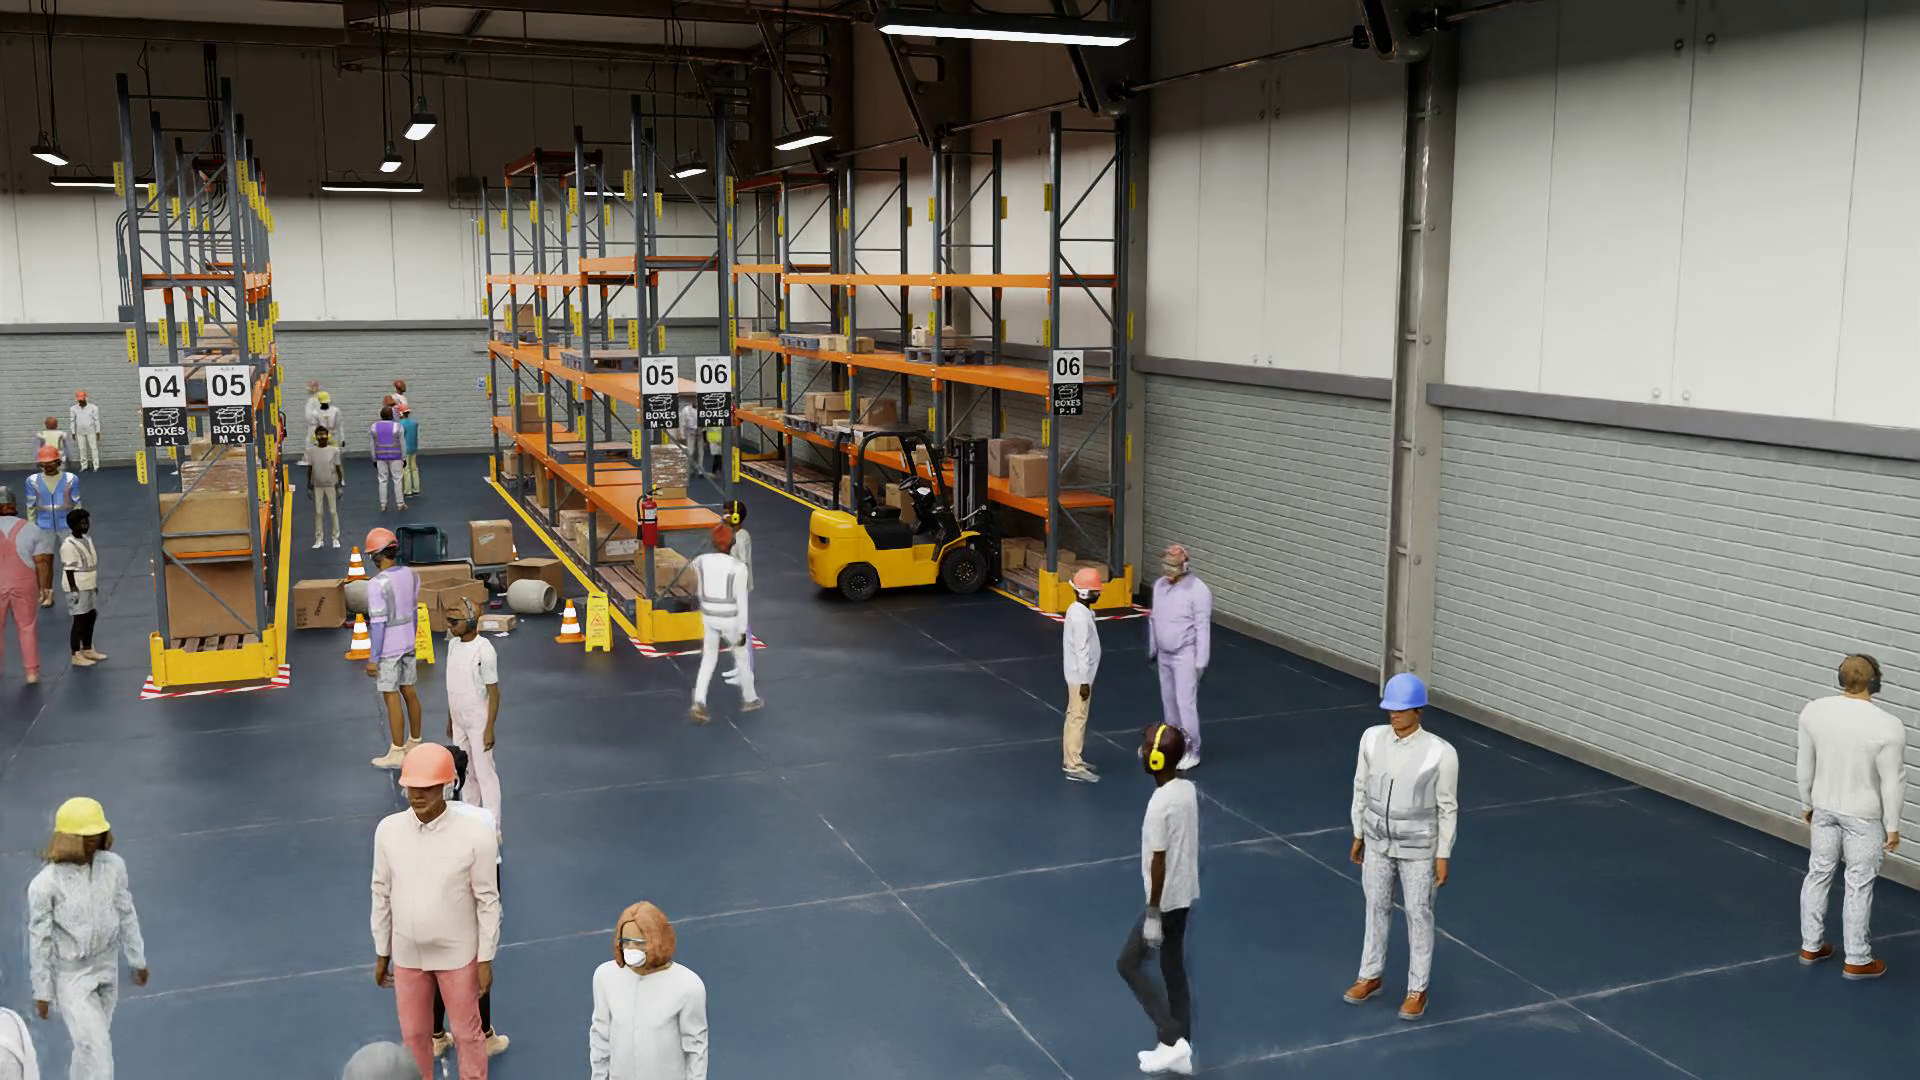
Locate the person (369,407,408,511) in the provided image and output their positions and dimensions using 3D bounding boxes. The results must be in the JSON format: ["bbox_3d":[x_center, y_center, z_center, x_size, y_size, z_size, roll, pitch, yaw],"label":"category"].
[{"bbox_3d":[-10.031,-1.425,29.241,0.627,1.844,0.429,-1,9,-5],"label":"person"}]

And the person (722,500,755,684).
[{"bbox_3d":[-2.260,0.524,16.882,0.326,1.874,0.519,-2,9,-11],"label":"person"}]

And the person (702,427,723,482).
[{"bbox_3d":[-4.912,-1.992,33.392,0.534,1.638,0.868,-8,12,-40],"label":"person"}]

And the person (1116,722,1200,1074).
[{"bbox_3d":[1.038,1.851,8.561,0.417,1.855,0.563,5,10,30],"label":"person"}]

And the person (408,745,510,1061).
[{"bbox_3d":[-2.639,1.907,8.719,0.535,1.699,0.318,1,9,9],"label":"person"}]

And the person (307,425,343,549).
[{"bbox_3d":[-9.635,-0.801,25.212,0.531,1.876,0.322,-2,9,-10],"label":"person"}]

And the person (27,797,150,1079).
[{"bbox_3d":[-3.987,2.041,7.771,0.711,1.717,0.507,3,10,19],"label":"person"}]

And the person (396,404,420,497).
[{"bbox_3d":[-10.359,-1.675,31.089,0.343,1.749,0.572,3,10,19],"label":"person"}]

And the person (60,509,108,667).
[{"bbox_3d":[-9.306,0.502,17.603,0.320,1.685,0.539,-1,9,-4],"label":"person"}]

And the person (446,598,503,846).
[{"bbox_3d":[-3.517,1.320,11.953,0.513,1.845,0.334,7,11,38],"label":"person"}]

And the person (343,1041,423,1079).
[{"bbox_3d":[-1.762,2.315,5.073,0.694,2.000,1.188,-8,12,-42],"label":"person"}]

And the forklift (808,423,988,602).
[{"bbox_3d":[-0.830,-0.399,21.676,2.313,2.155,1.214,-4,10,-21],"label":"forklift"}]

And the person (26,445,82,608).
[{"bbox_3d":[-11.257,-0.169,20.702,0.616,2.041,0.382,-4,10,-22],"label":"person"}]

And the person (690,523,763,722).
[{"bbox_3d":[-2.223,0.756,15.503,0.575,1.847,0.952,3,10,19],"label":"person"}]

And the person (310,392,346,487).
[{"bbox_3d":[-12.332,-1.959,32.481,0.618,1.888,0.637,-5,10,-28],"label":"person"}]

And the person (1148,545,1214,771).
[{"bbox_3d":[1.829,0.975,13.983,0.395,1.897,0.673,-6,11,-34],"label":"person"}]

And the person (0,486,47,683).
[{"bbox_3d":[-9.622,0.449,16.819,0.687,2.000,0.536,-6,11,-34],"label":"person"}]

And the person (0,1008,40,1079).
[{"bbox_3d":[-3.507,2.303,5.915,0.954,1.790,0.552,-2,9,-14],"label":"person"}]

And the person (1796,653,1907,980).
[{"bbox_3d":[5.247,1.613,9.815,0.371,1.940,0.630,-6,11,-32],"label":"person"}]

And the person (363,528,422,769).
[{"bbox_3d":[-4.785,0.906,13.970,0.392,2.033,0.605,3,9,16],"label":"person"}]

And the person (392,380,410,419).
[{"bbox_3d":[-12.077,-2.510,35.964,0.348,1.880,0.615,0,9,3],"label":"person"}]

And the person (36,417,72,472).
[{"bbox_3d":[-16.250,-1.411,29.860,0.546,1.603,0.781,-4,10,-23],"label":"person"}]

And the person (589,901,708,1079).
[{"bbox_3d":[-1.264,2.252,6.749,0.502,1.633,0.280,2,9,12],"label":"person"}]

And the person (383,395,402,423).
[{"bbox_3d":[-12.069,-2.262,35.231,0.779,1.595,0.517,5,10,29],"label":"person"}]

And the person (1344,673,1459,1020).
[{"bbox_3d":[2.461,1.691,9.292,0.602,1.949,0.395,8,12,41],"label":"person"}]

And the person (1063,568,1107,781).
[{"bbox_3d":[1.022,1.092,13.679,0.345,1.747,0.573,0,9,-1],"label":"person"}]

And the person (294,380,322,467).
[{"bbox_3d":[-13.969,-2.482,35.742,0.766,1.881,0.677,-6,11,-33],"label":"person"}]

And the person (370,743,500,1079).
[{"bbox_3d":[-2.443,1.913,7.741,0.612,1.997,0.375,1,9,7],"label":"person"}]

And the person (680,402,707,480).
[{"bbox_3d":[-5.314,-2.100,33.571,0.632,1.810,0.566,-2,9,-10],"label":"person"}]

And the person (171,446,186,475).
[{"bbox_3d":[-16.304,-2.173,34.620,0.318,1.631,0.513,-1,9,-7],"label":"person"}]

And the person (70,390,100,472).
[{"bbox_3d":[-18.404,-2.285,34.986,0.573,1.738,0.355,-2,9,-11],"label":"person"}]
